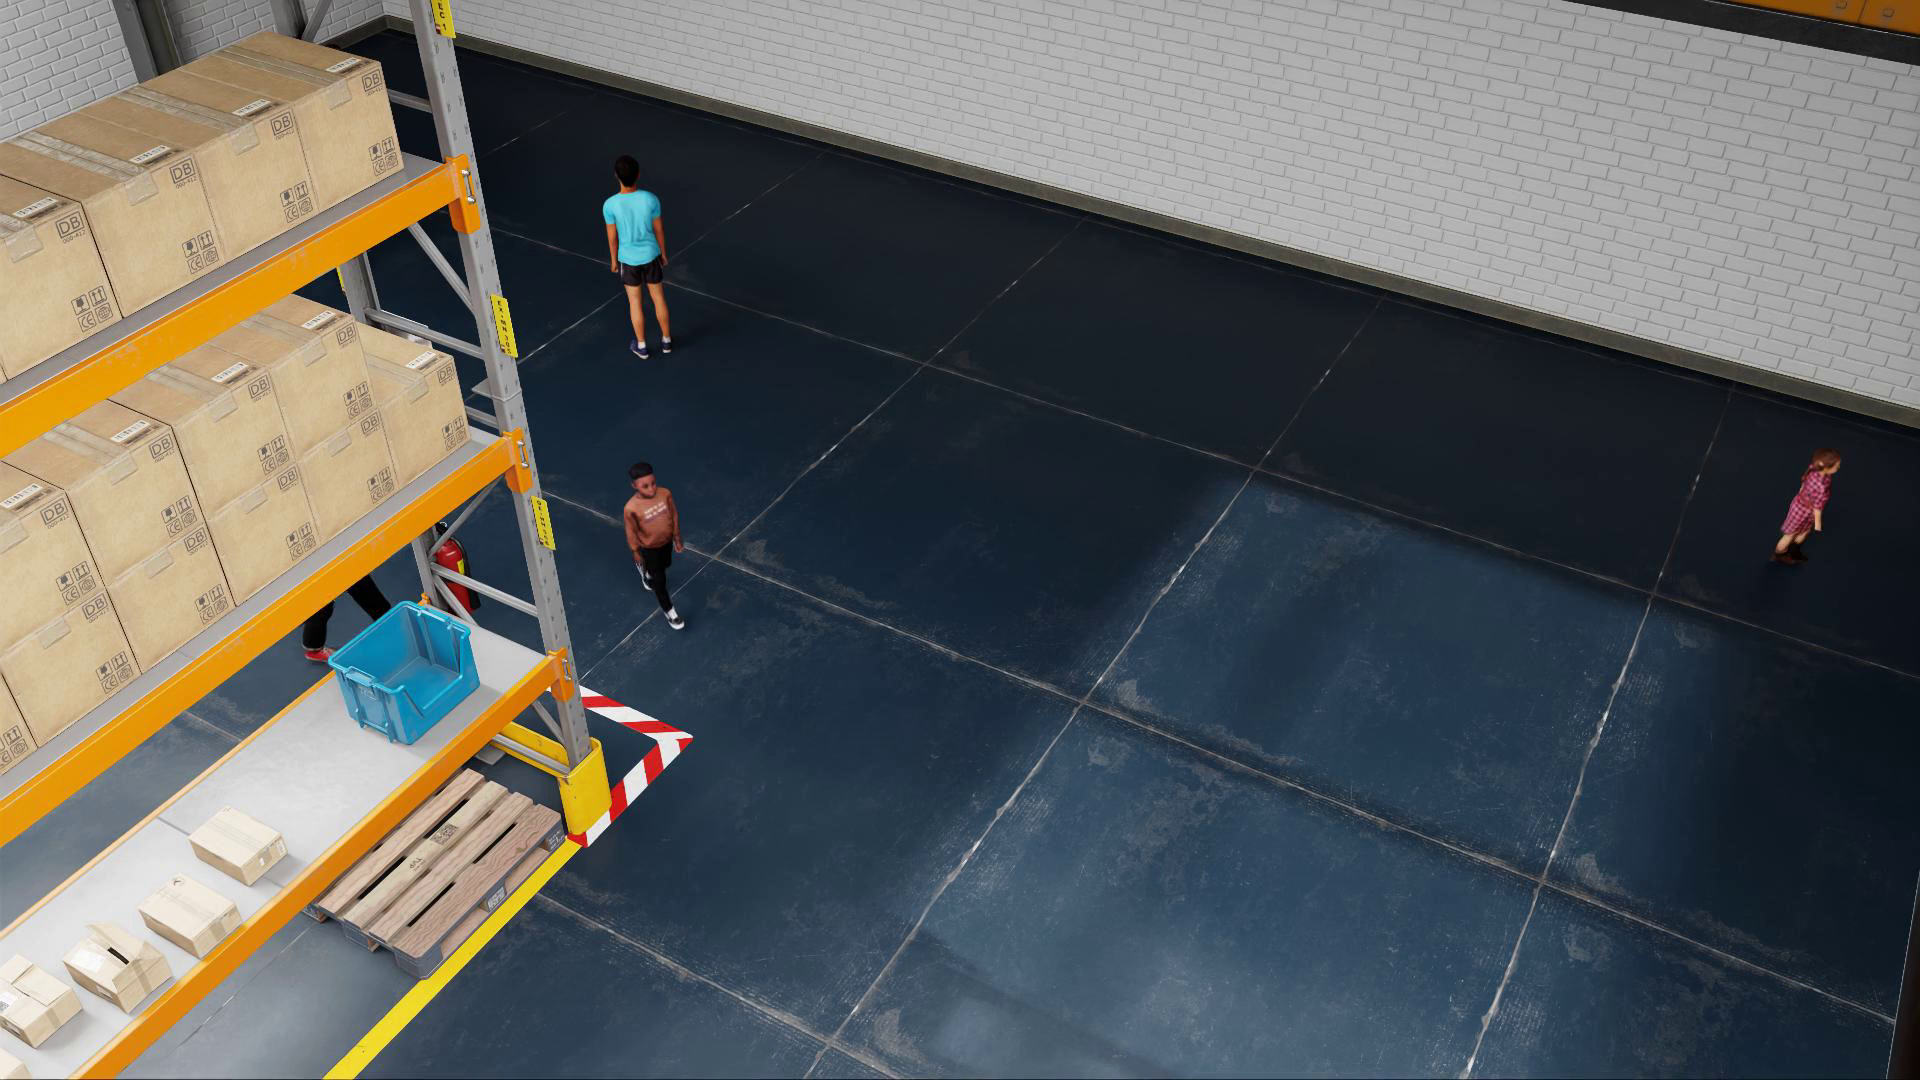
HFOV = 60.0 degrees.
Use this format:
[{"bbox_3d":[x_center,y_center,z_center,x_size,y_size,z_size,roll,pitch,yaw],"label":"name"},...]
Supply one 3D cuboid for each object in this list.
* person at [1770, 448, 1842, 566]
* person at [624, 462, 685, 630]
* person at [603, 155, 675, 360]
[{"bbox_3d":[5.912,-0.233,11.711,0.554,1.011,0.491,8,39,10],"label":"person"},{"bbox_3d":[-2.094,-0.031,11.274,0.868,1.241,0.769,-27,46,-30],"label":"person"},{"bbox_3d":[-2.642,-2.323,13.718,0.657,1.773,0.743,-13,40,-16],"label":"person"}]
